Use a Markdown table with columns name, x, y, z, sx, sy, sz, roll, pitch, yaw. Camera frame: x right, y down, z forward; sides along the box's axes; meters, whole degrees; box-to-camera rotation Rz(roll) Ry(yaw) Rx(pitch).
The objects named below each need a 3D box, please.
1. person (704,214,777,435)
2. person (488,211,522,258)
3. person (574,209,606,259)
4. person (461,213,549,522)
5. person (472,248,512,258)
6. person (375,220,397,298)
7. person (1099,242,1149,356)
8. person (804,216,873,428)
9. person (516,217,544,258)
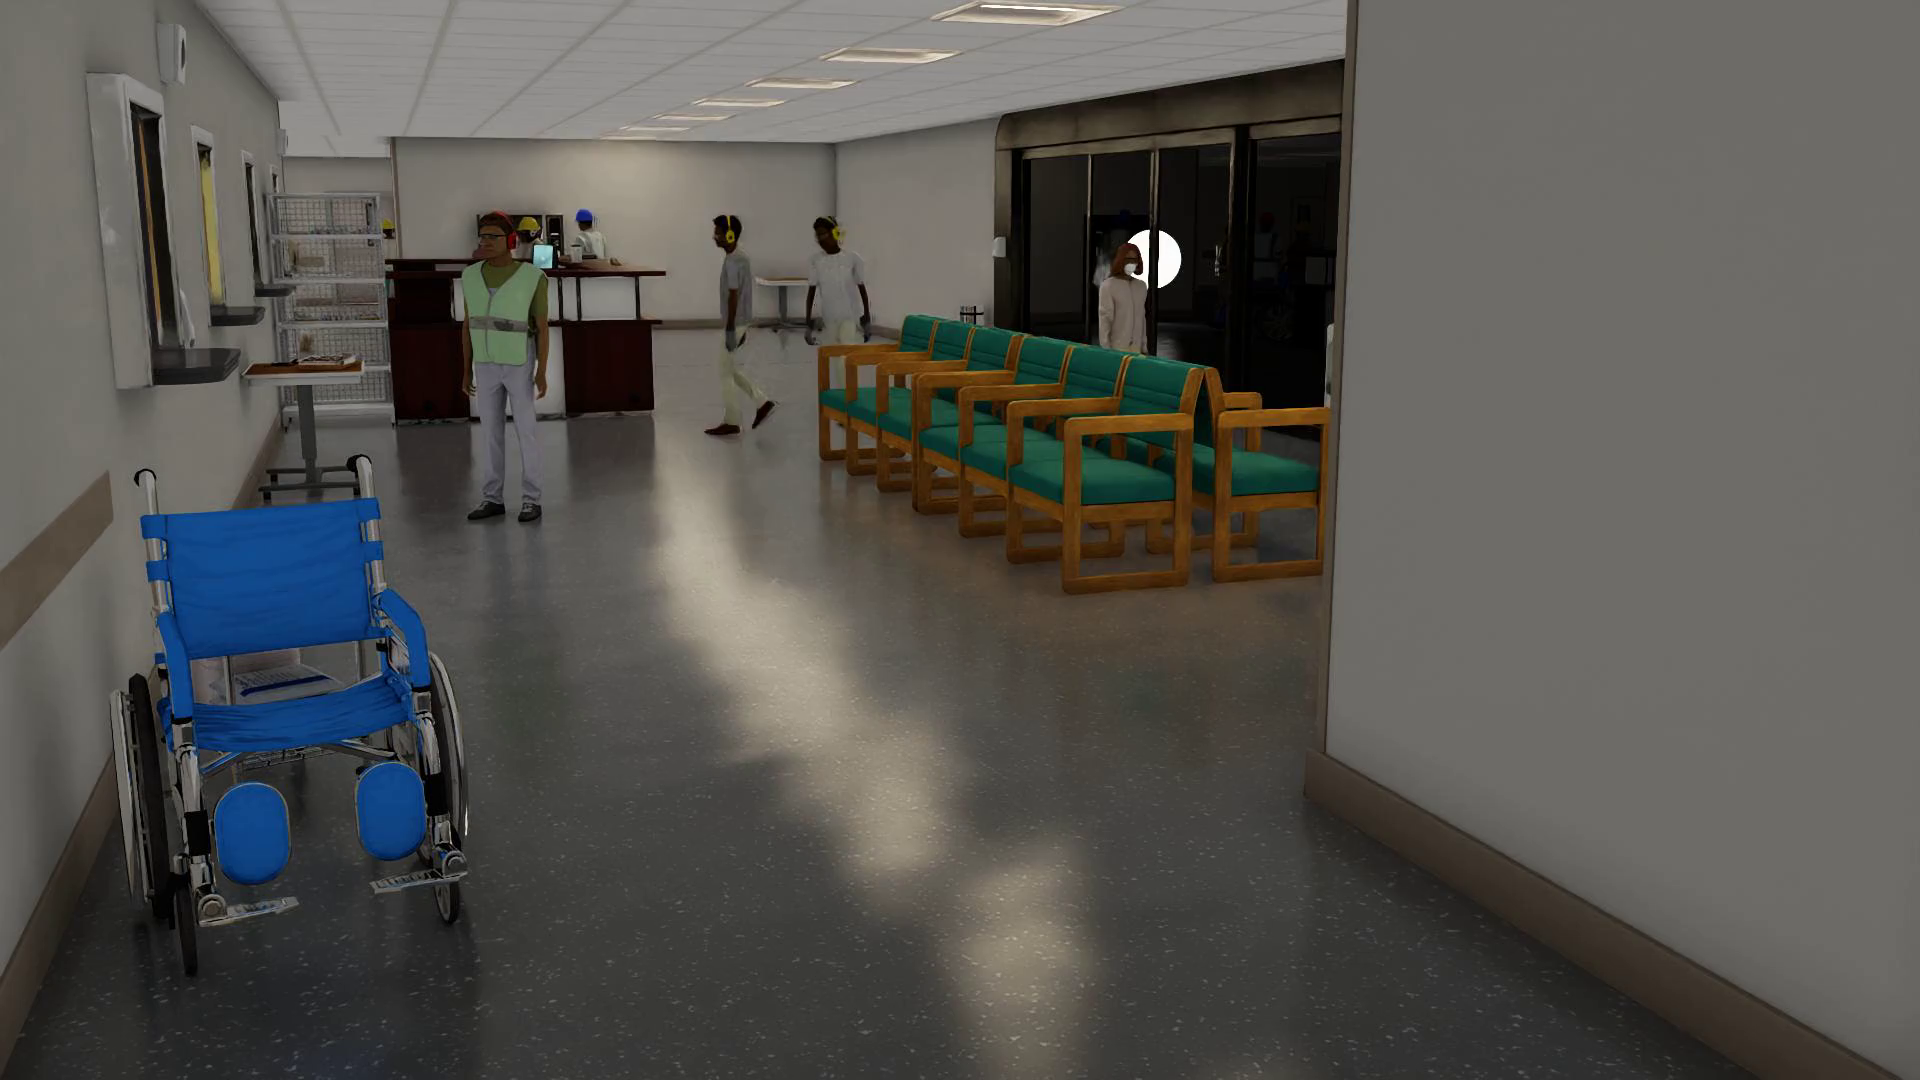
| name | x | y | z | sx | sy | sz | roll | pitch | yaw |
| --- | --- | --- | --- | --- | --- | --- | --- | --- | --- |
| person | -1.878 | -1.794 | 13.957 | 0.494 | 1.846 | 0.560 | 1 | 11 | 3 |
| person | -6.100 | -3.362 | 21.904 | 0.929 | 1.888 | 0.542 | 5 | 12 | 26 |
| person | -5.356 | -3.798 | 24.001 | 0.447 | 1.931 | 0.641 | 5 | 12 | 22 |
| person | -2.740 | -1.037 | 10.063 | 0.563 | 1.847 | 0.389 | 3 | 11 | 13 |
| person | -5.923 | -3.143 | 21.114 | 0.522 | 1.758 | 0.349 | 0 | 11 | 1 |
| person | -10.064 | -4.769 | 29.424 | 0.526 | 1.768 | 0.331 | -3 | 11 | -14 |
| person | 1.268 | -1.466 | 12.817 | 0.505 | 1.631 | 0.281 | -9 | 14 | -40 |
| person | -1.054 | -1.875 | 14.409 | 0.533 | 1.825 | 0.703 | 3 | 12 | 17 |
| person | -5.666 | -3.358 | 22.053 | 0.403 | 1.827 | 0.591 | -5 | 12 | -24 |
